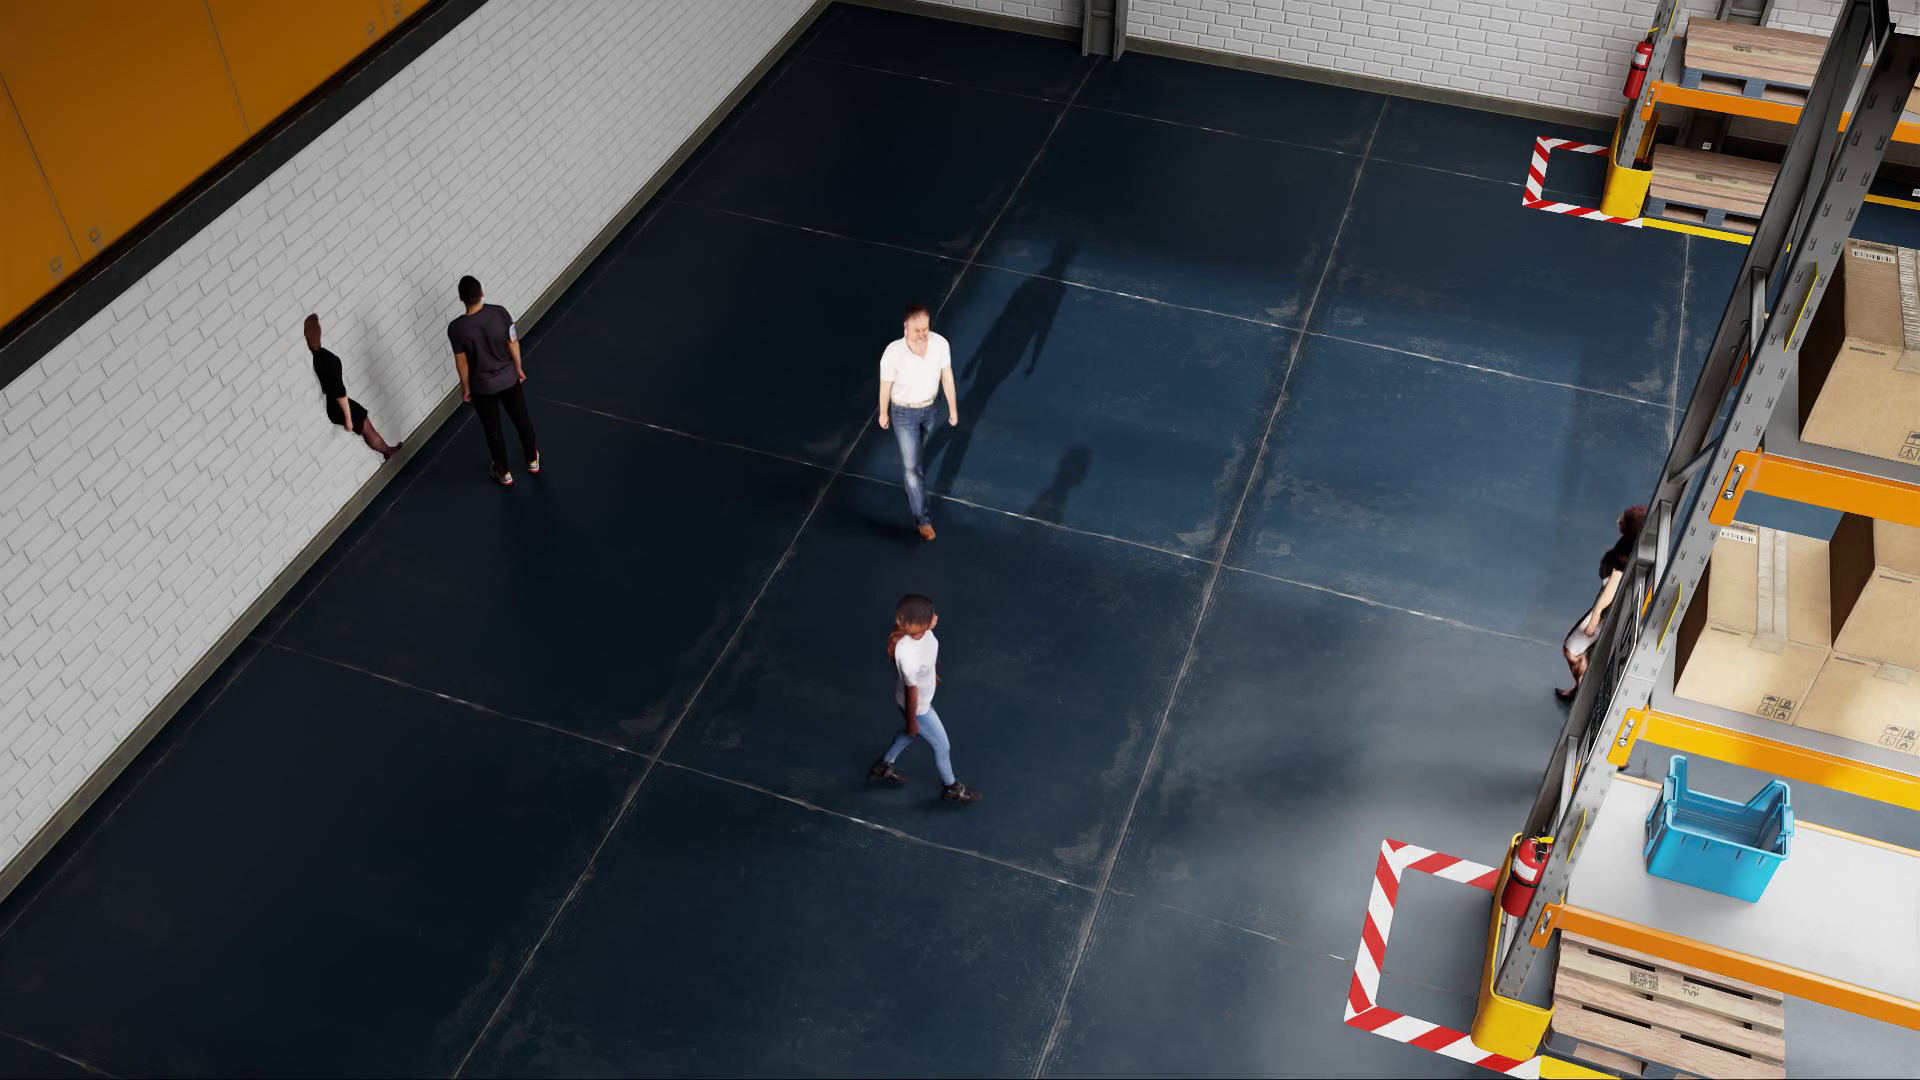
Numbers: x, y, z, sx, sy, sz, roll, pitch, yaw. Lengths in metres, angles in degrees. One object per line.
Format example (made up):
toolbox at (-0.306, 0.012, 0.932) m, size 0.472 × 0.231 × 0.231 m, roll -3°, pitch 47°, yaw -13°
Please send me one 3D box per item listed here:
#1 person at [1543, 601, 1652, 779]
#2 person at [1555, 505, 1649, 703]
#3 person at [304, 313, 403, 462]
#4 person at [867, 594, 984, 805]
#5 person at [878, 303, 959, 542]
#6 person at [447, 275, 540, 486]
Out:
person at (3.849, 0.969, 10.050) m, size 0.869 × 1.581 × 0.721 m, roll 4°, pitch 44°, yaw 5°
person at (4.109, 0.508, 10.383) m, size 0.734 × 1.788 × 0.773 m, roll -29°, pitch 51°, yaw -27°
person at (-4.559, -0.858, 11.911) m, size 1.024 × 1.658 × 0.662 m, roll 15°, pitch 46°, yaw 15°
person at (-0.315, 0.951, 9.983) m, size 1.030 × 1.697 × 0.763 m, roll 3°, pitch 44°, yaw 4°
person at (-0.347, -1.003, 11.944) m, size 1.140 × 1.822 × 1.168 m, roll -15°, pitch 46°, yaw -15°
person at (-3.416, -1.165, 12.157) m, size 0.714 × 1.763 × 0.738 m, roll -25°, pitch 49°, yaw -24°
